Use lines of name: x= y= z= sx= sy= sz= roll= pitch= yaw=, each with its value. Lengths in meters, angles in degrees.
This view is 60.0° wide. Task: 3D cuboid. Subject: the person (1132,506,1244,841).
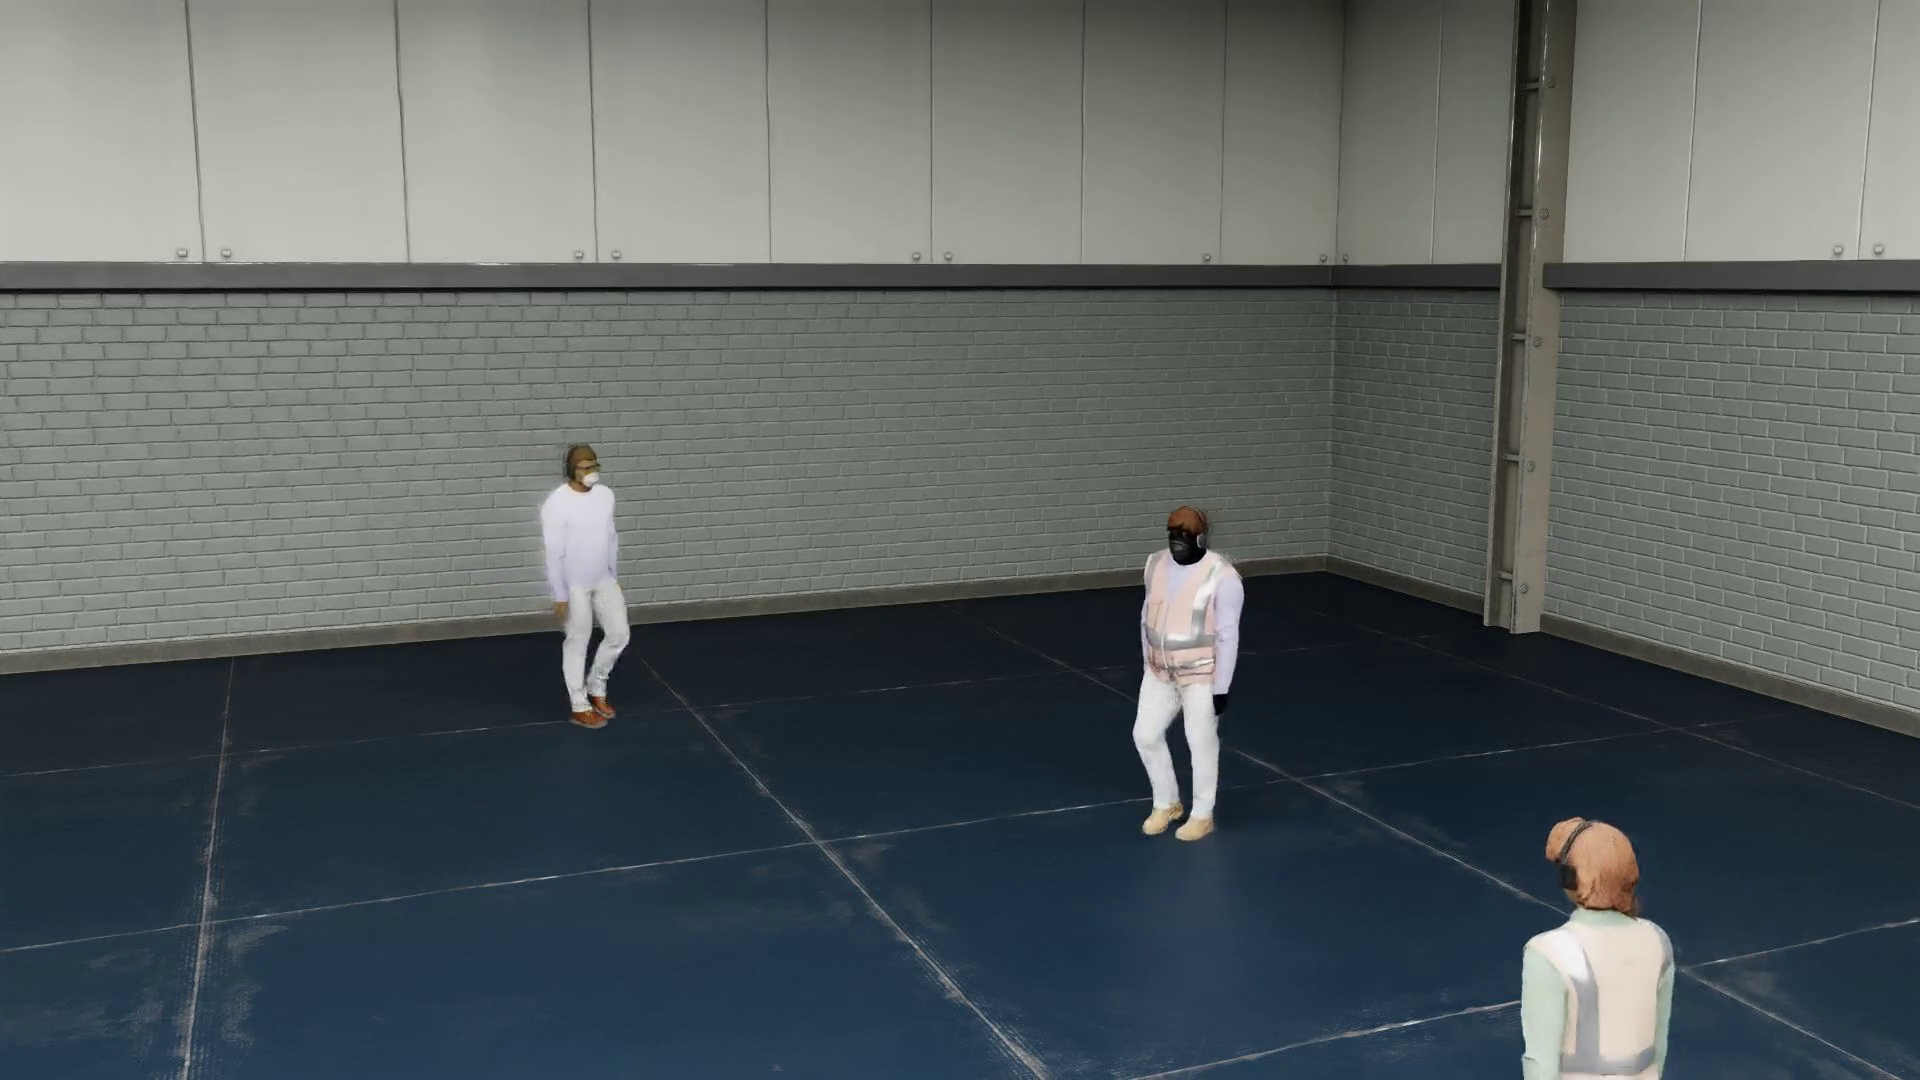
person: x=1.192 y=0.720 z=8.878 sx=0.652 sy=1.820 sz=0.517 roll=8 pitch=12 yaw=43

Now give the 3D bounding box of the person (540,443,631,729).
person: x=-2.486 y=0.315 z=11.098 sx=0.444 sy=1.925 sz=0.664 roll=6 pitch=11 yaw=33

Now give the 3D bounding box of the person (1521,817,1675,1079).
person: x=1.643 y=1.541 z=4.327 sx=0.534 sy=1.616 sz=0.427 roll=-4 pitch=10 yaw=-25
